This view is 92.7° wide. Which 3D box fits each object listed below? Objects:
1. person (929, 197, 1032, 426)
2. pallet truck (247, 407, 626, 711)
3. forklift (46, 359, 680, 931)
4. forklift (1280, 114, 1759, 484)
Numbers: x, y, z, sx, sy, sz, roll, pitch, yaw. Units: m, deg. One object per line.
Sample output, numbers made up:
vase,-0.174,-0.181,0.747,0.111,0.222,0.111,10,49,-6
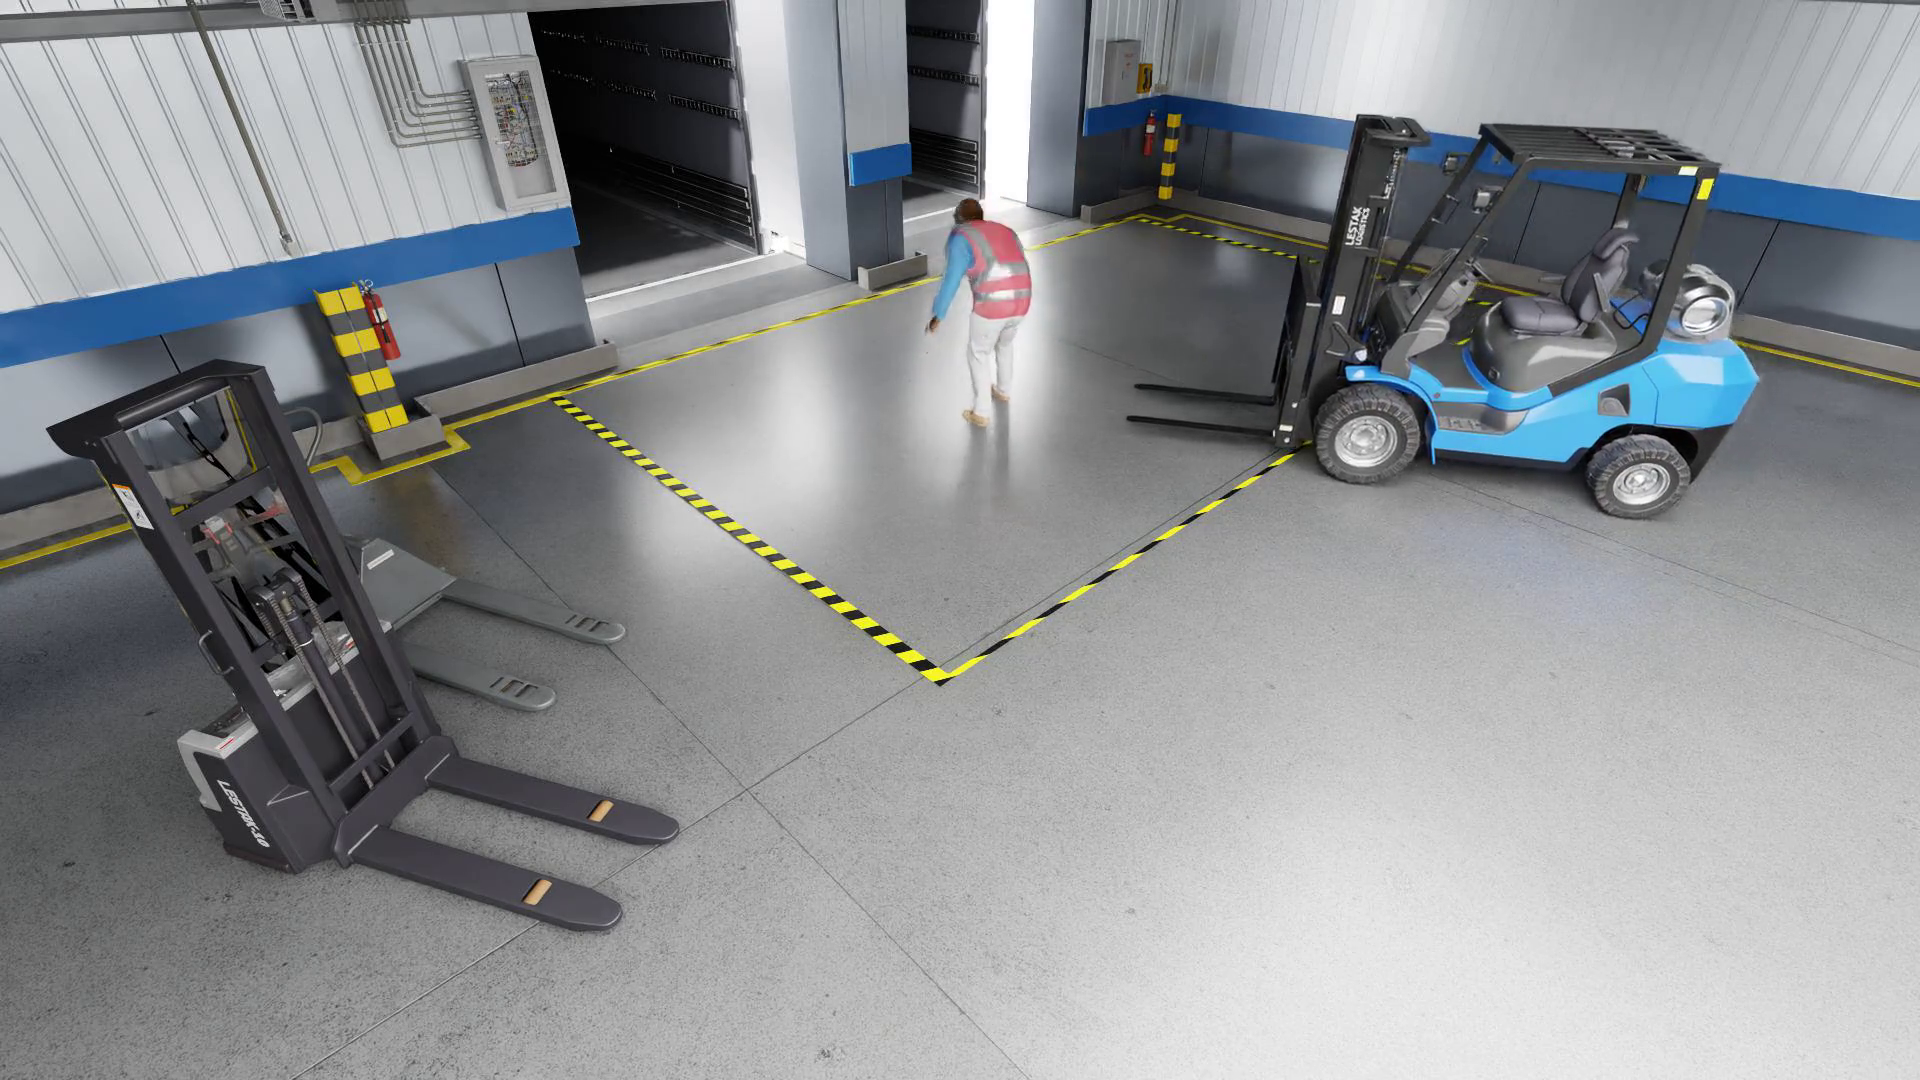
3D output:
person,0.157,-1.679,6.874,0.897,1.575,0.802,-28,43,-34
pallet truck,-2.628,0.038,4.590,1.601,1.201,0.680,12,36,18
forklift,-2.135,0.422,3.354,1.885,1.965,0.823,10,35,14
forklift,3.627,-1.575,5.974,2.680,2.036,1.157,8,35,12
